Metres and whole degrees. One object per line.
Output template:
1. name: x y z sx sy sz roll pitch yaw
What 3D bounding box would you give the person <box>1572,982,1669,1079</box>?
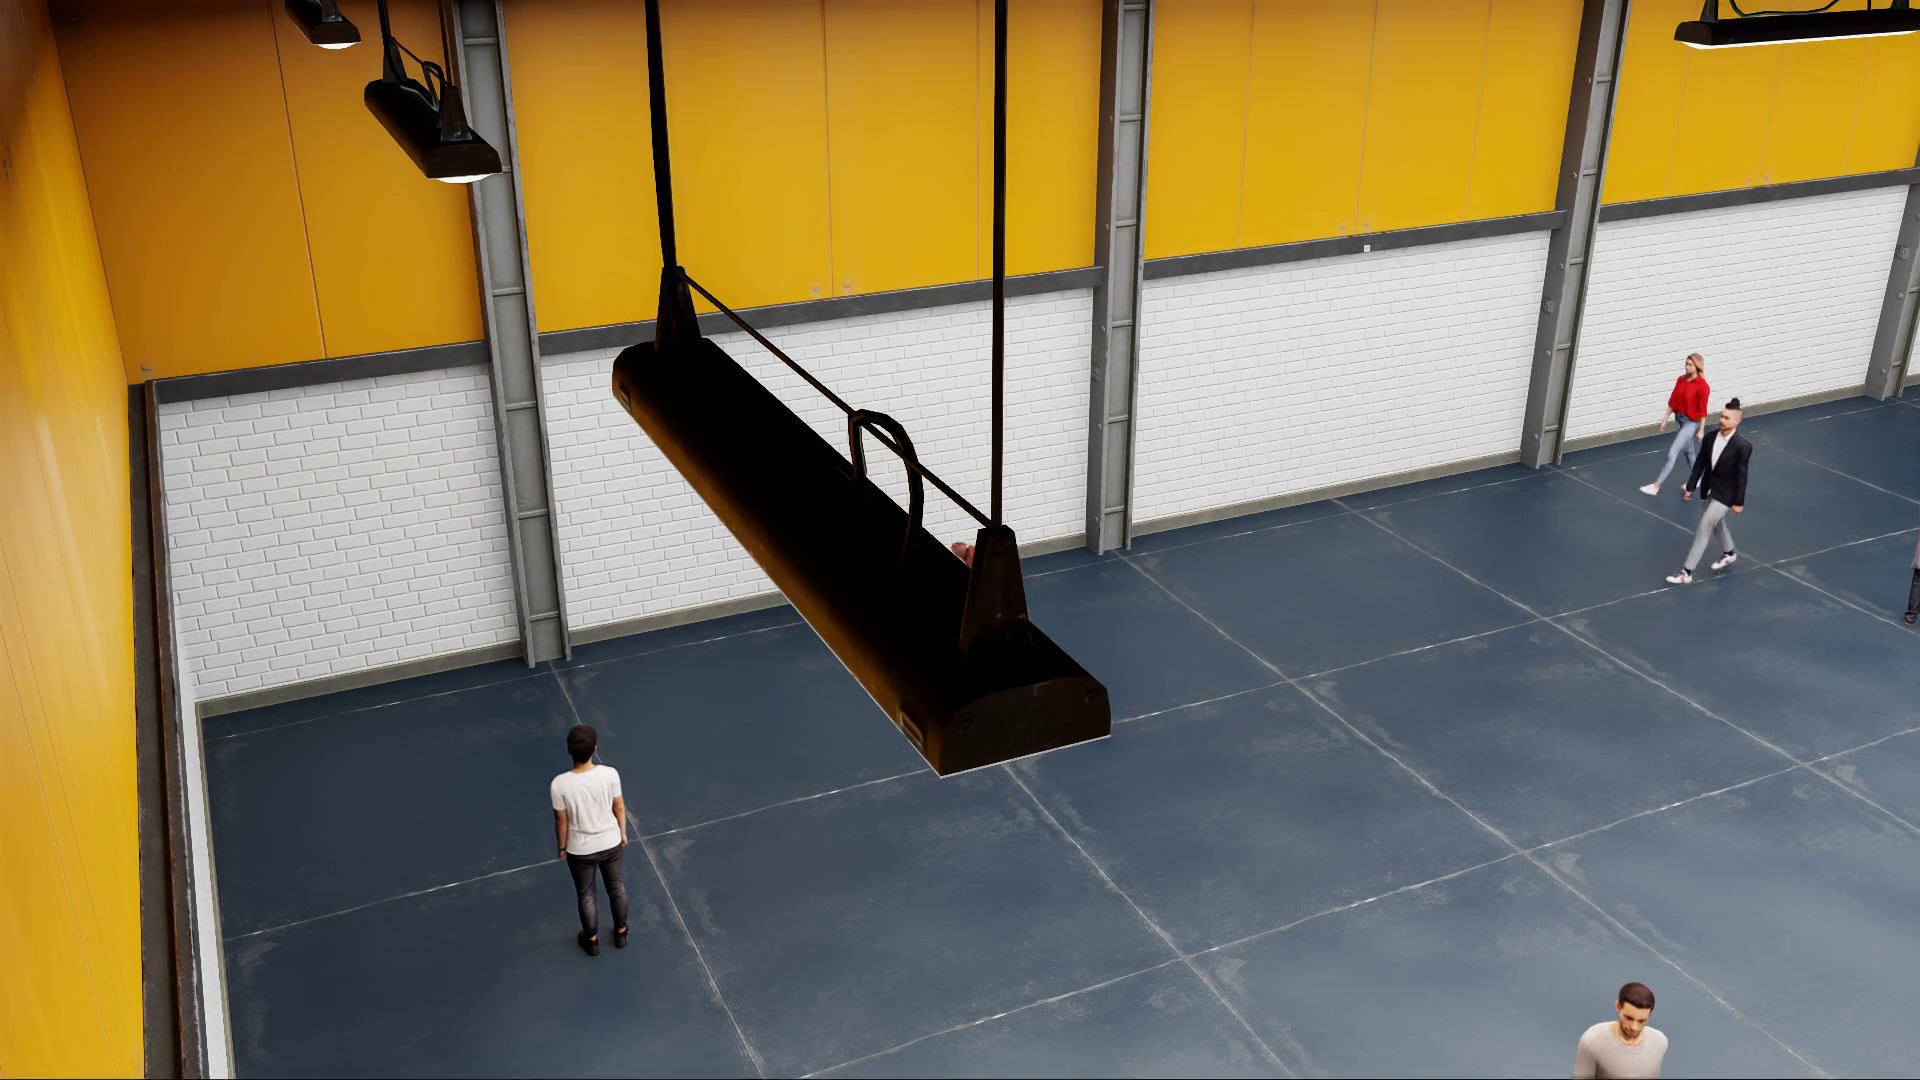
1. person: 3.364 3.055 8.680 0.621 1.863 0.779 -3 24 -6

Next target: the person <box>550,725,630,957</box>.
1. person: -2.481 2.018 11.228 0.469 1.722 0.687 -9 25 -21

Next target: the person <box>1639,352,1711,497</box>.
1. person: 8.302 -1.294 18.892 1.130 1.652 0.707 -8 25 -18

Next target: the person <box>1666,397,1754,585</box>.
1. person: 7.702 -0.495 16.749 1.227 1.904 0.734 -10 25 -21

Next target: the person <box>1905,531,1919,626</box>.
1. person: 9.340 0.079 15.803 0.749 1.610 0.790 19 30 36
